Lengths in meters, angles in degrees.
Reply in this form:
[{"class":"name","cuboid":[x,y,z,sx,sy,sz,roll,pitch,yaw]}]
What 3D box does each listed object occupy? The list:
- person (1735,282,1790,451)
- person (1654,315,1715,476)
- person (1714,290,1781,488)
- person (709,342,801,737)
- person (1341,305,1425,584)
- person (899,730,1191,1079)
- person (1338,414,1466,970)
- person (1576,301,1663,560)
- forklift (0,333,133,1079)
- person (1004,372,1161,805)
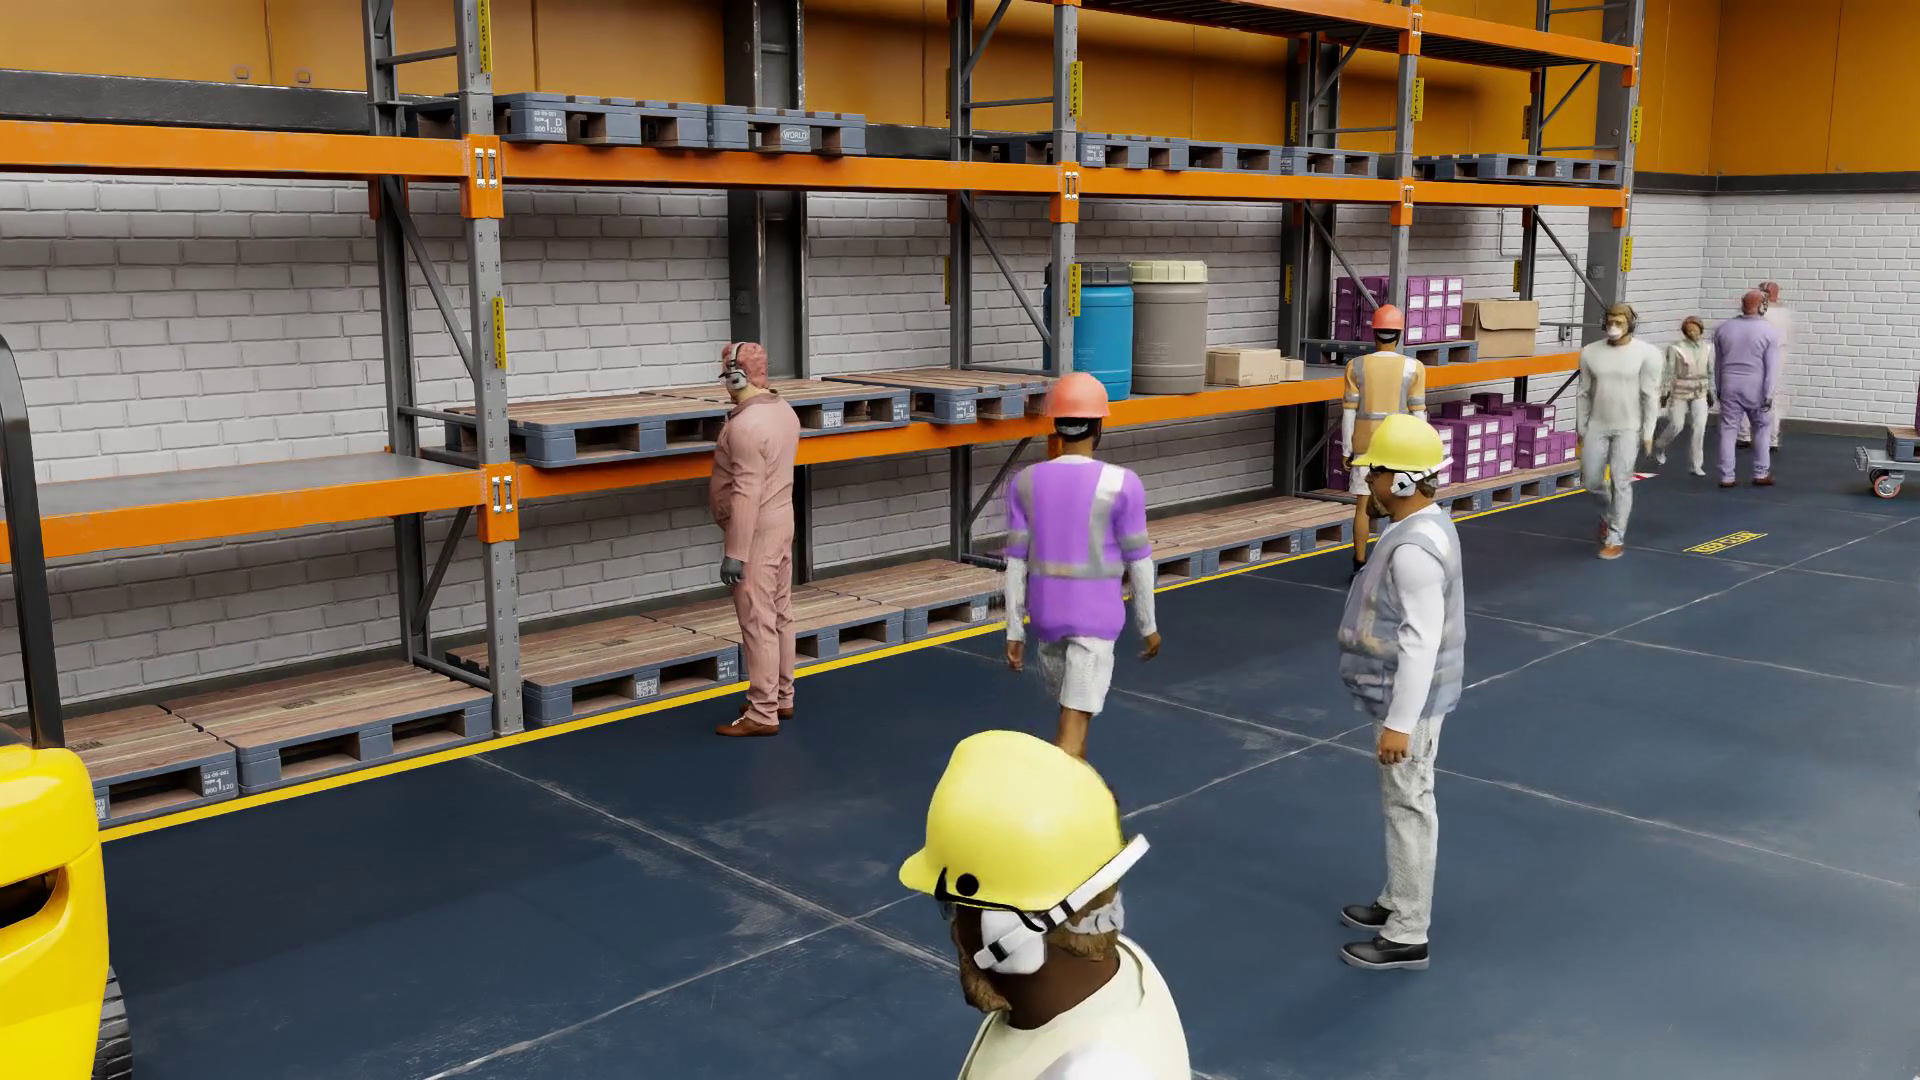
[{"class":"person","cuboid":[8.935,-1.938,18.648,0.649,1.885,0.677,-7,13,-35]},{"class":"person","cuboid":[7.336,-1.477,16.849,0.546,1.611,0.648,-1,10,-4]},{"class":"person","cuboid":[7.566,-1.441,15.935,0.771,1.881,0.661,-9,14,-41]},{"class":"person","cuboid":[-1.005,-0.001,8.036,0.406,1.902,0.639,2,11,13]},{"class":"person","cuboid":[2.900,-0.642,11.430,0.553,1.933,0.370,3,11,16]},{"class":"person","cuboid":[0.104,1.122,2.092,0.404,1.830,0.599,1,10,3]},{"class":"person","cuboid":[1.445,0.501,5.478,0.404,1.834,0.591,3,11,16]},{"class":"person","cuboid":[4.933,-0.825,12.482,0.634,1.926,0.524,9,14,41]},{"class":"forklift","cuboid":[-3.289,0.485,4.582,1.214,2.155,2.313,-10,14,-44]},{"class":"person","cuboid":[0.440,0.307,6.415,0.551,1.894,0.984,6,12,31]}]
